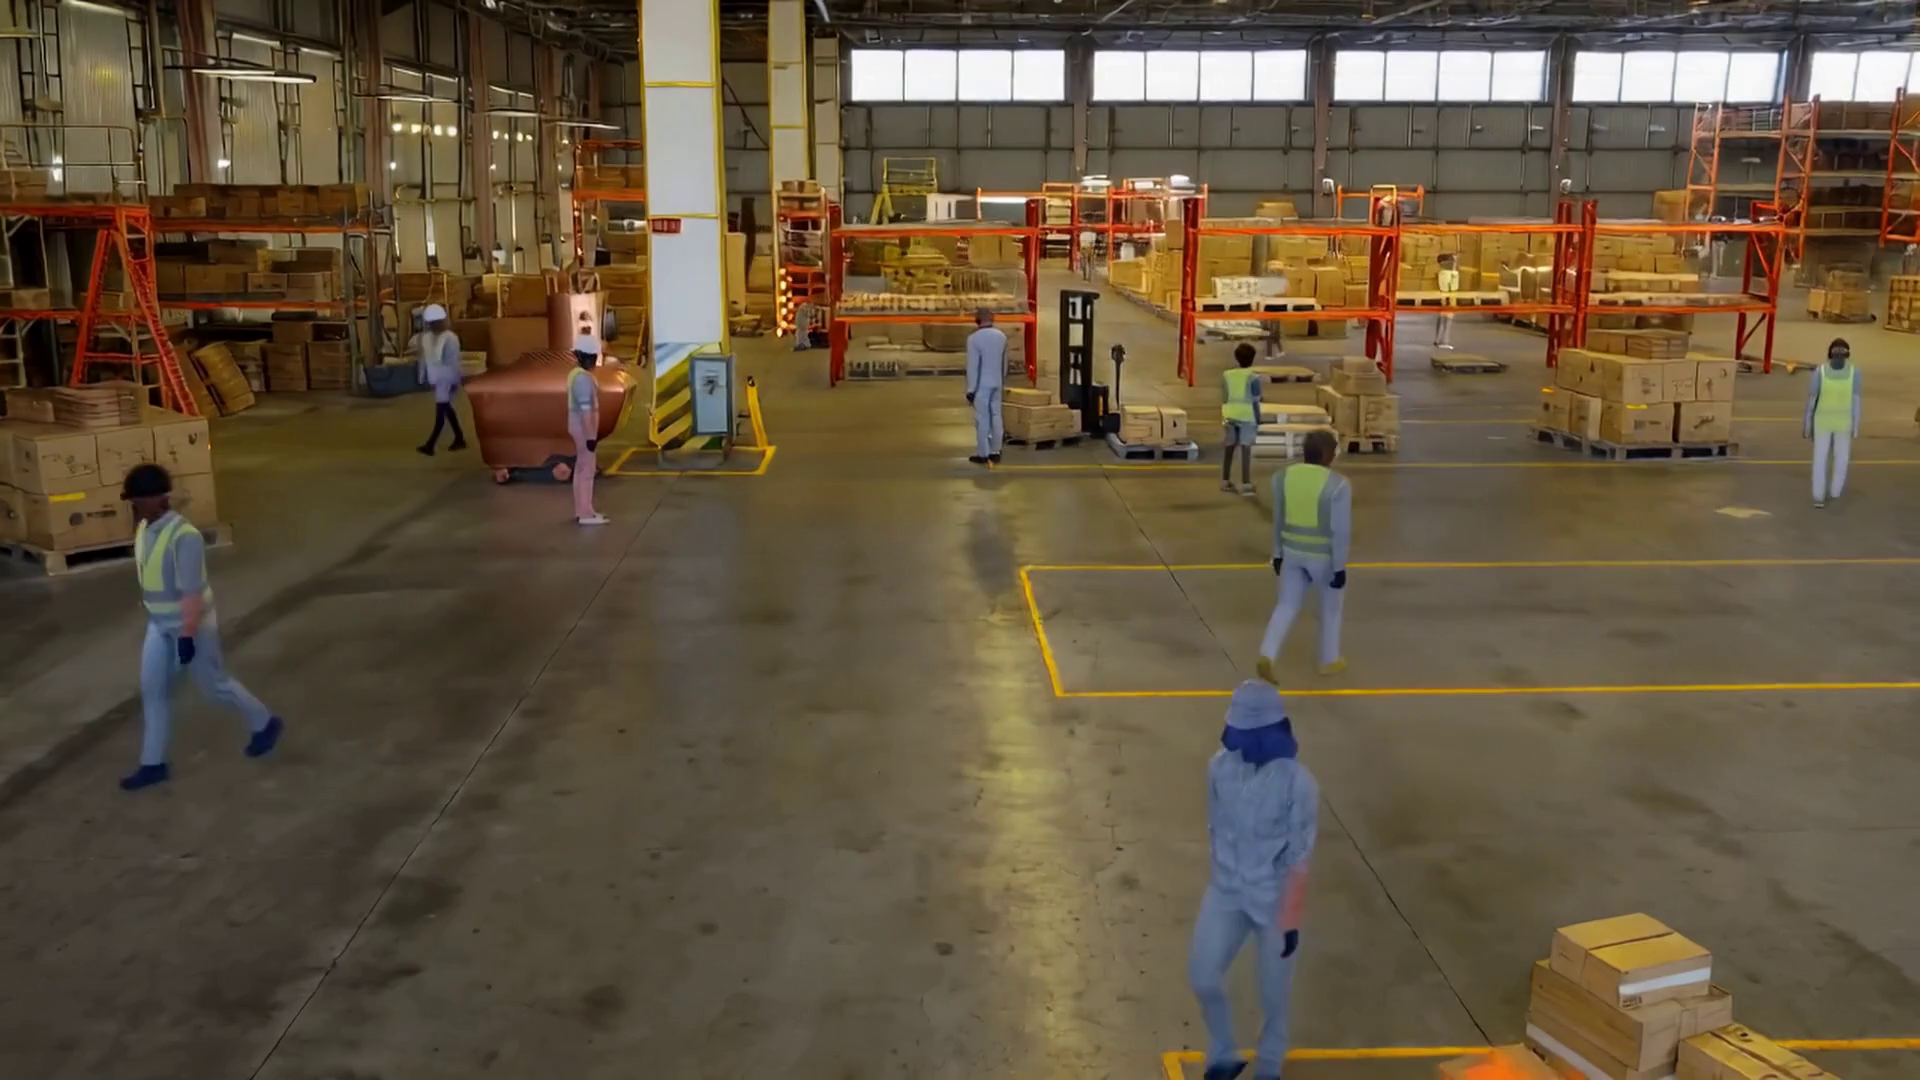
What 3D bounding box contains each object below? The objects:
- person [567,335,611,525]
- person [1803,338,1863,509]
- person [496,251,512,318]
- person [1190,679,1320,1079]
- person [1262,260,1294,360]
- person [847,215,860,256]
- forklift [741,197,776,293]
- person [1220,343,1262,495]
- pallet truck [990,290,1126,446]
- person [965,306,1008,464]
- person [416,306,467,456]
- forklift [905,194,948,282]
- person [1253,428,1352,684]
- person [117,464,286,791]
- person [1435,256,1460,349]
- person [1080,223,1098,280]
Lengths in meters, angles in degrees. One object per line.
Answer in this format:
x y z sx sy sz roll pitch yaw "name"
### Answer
-3.795 -1.113 16.908 0.359 1.930 0.588 -5 13 -20 "person"
9.246 -1.228 17.659 0.523 1.832 0.421 6 14 24 "person"
-11.219 -6.259 40.832 0.312 1.633 0.520 -10 16 -39 "person"
1.108 1.349 6.250 0.487 1.728 0.456 10 16 38 "person"
6.143 -4.413 31.928 0.980 1.878 0.597 -11 16 -40 "person"
-4.001 -11.428 63.504 0.645 1.920 0.649 5 13 22 "person"
-6.139 -8.606 48.577 1.873 2.768 1.129 0 12 -2 "forklift"
3.134 -1.347 18.523 0.322 1.691 0.541 -11 16 -40 "person"
1.257 -2.299 22.111 1.885 1.965 0.823 -9 15 -35 "pallet truck"
0.314 -1.897 20.431 0.628 1.940 0.377 -11 17 -41 "person"
-6.647 -2.019 21.097 0.565 1.880 0.997 5 14 23 "person"
-0.769 -9.867 54.269 1.873 2.768 1.129 -7 14 -30 "forklift"
2.419 0.119 11.625 0.632 1.816 0.869 12 17 43 "person"
-4.546 0.463 9.848 0.592 1.913 0.947 8 15 32 "person"
9.903 -4.813 33.751 0.350 1.878 0.567 -6 14 -24 "person"
4.277 -9.558 55.169 0.569 1.888 0.944 2 13 9 "person"
